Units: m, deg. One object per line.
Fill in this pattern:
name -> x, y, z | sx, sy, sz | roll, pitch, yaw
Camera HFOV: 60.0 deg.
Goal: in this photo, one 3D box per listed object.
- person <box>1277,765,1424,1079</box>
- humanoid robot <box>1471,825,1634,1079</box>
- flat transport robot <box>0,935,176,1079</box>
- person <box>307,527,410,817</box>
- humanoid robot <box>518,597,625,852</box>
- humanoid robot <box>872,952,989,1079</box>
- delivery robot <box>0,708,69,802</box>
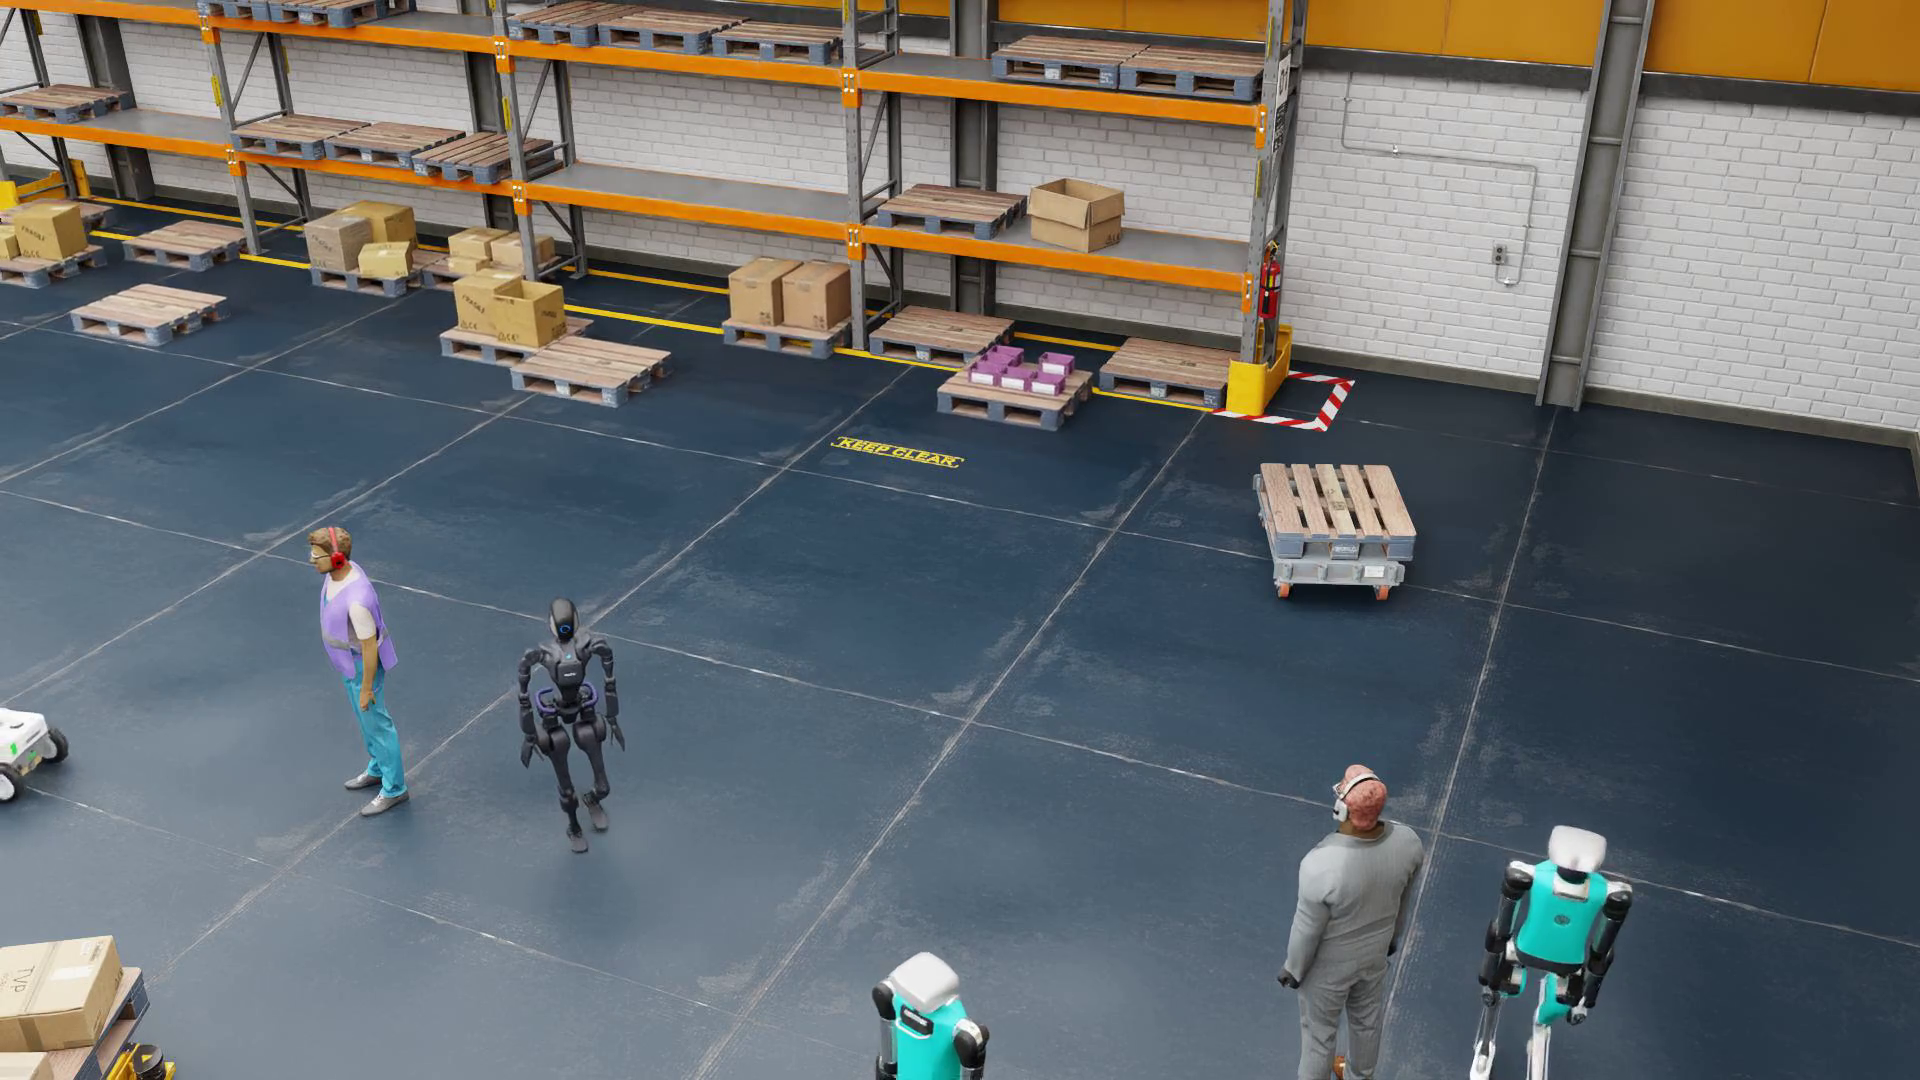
person -> 1.731, 1.844, 7.570 | 0.637, 1.910, 0.409 | -12, 30, -22
humanoid robot -> 2.660, 1.903, 7.645 | 0.560, 1.768, 0.861 | 7, 28, 14
flat transport robot -> -4.524, 2.664, 7.767 | 1.431, 0.231, 0.659 | 0, 27, 0
person -> -3.515, 0.747, 9.762 | 0.391, 1.846, 0.563 | -17, 32, -29
humanoid robot -> -2.223, 1.020, 9.419 | 0.584, 1.635, 0.413 | -12, 30, -22
humanoid robot -> -0.275, 2.544, 6.515 | 0.551, 1.895, 0.758 | 21, 34, 35
delivery robot -> -5.980, 1.239, 10.204 | 0.767, 0.583, 0.499 | 5, 28, 9
